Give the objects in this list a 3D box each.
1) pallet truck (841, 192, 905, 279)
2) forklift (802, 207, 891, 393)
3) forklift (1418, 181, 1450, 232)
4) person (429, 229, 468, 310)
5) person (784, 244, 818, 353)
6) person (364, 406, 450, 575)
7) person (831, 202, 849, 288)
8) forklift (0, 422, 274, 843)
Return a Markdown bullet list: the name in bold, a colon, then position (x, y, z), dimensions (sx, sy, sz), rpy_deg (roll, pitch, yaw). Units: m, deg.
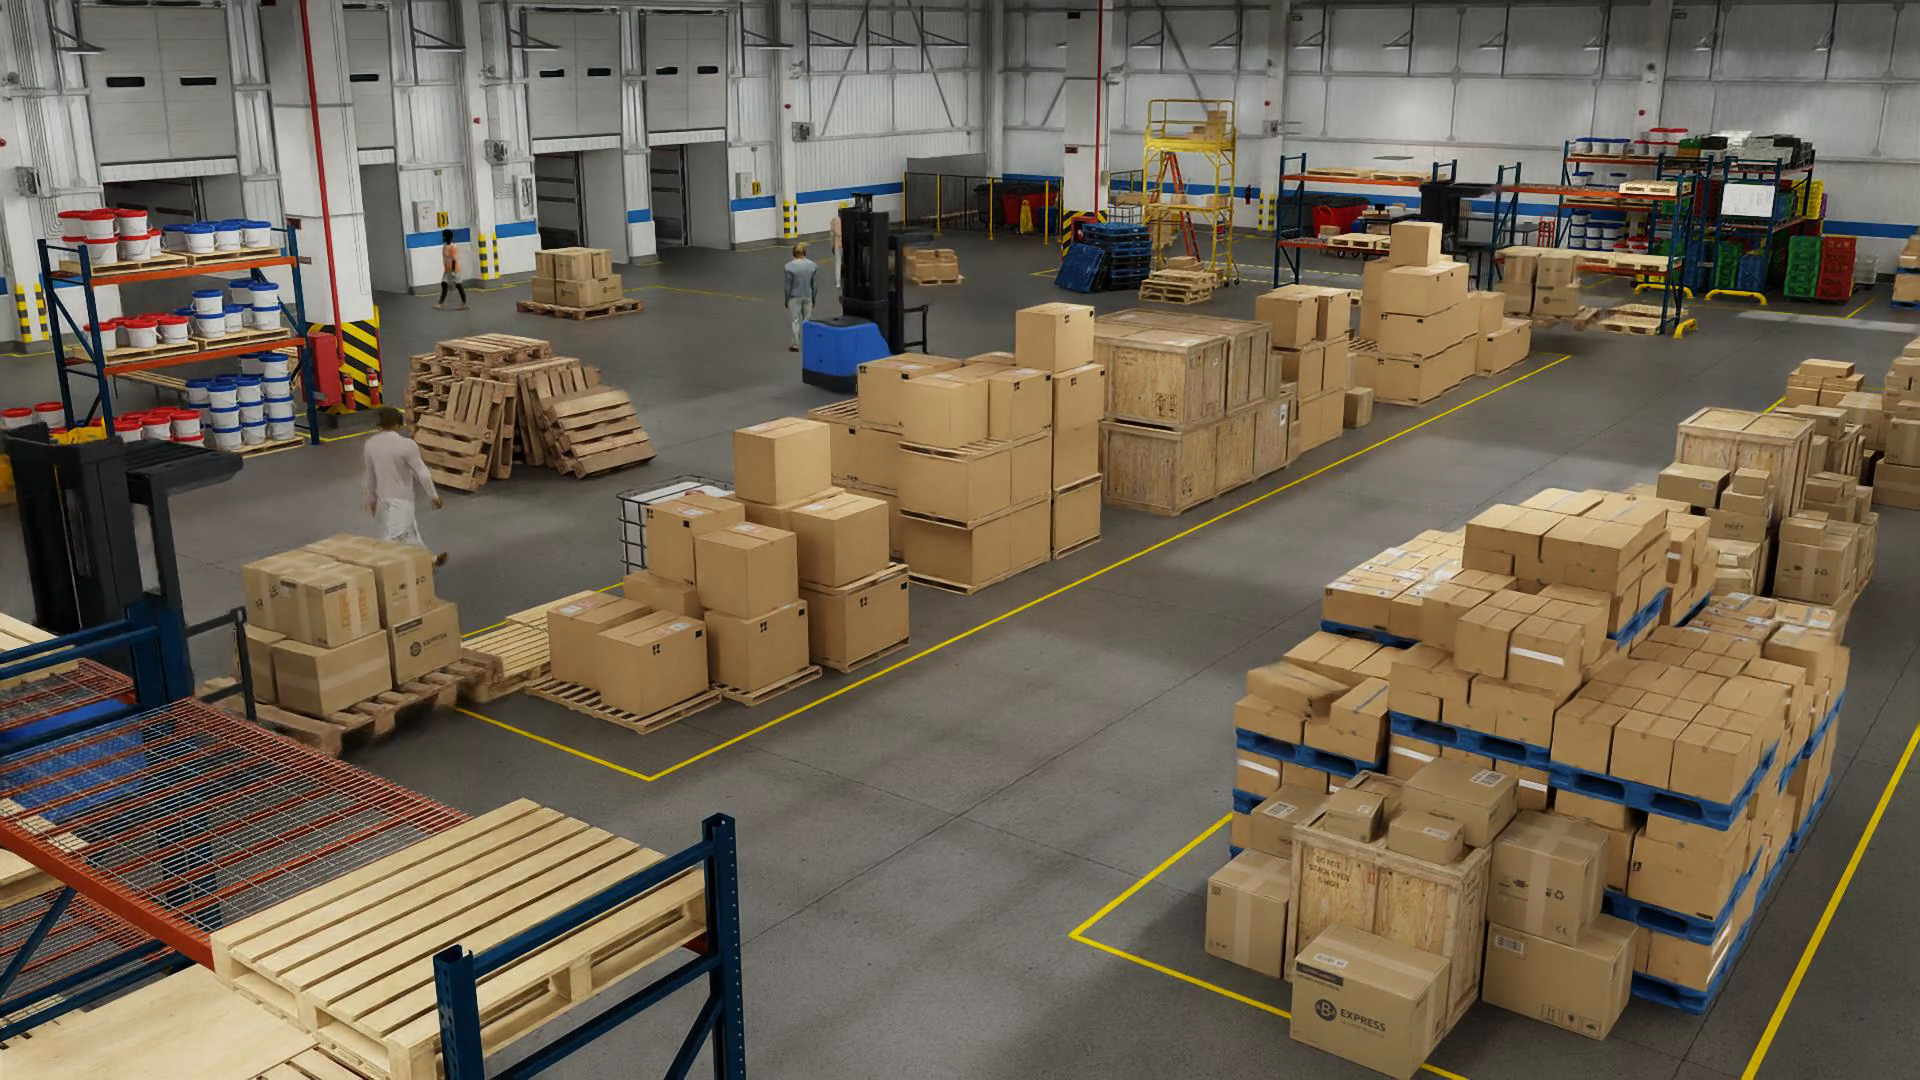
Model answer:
- **pallet truck**: position (-1.936, -7.159, 38.982), dimensions (1.885, 1.965, 0.823), rpy_deg (-12, 21, -34)
- **forklift**: position (-1.538, -3.894, 26.667), dimensions (1.873, 2.768, 1.129), rpy_deg (-14, 22, -39)
- **forklift**: position (8.889, -5.363, 31.534), dimensions (1.873, 2.768, 1.129), rpy_deg (9, 19, 29)
- **person**: position (-10.535, -5.524, 34.117), dimensions (0.830, 1.658, 0.555), rpy_deg (-14, 22, -38)
- **person**: position (-2.839, -4.310, 29.678), dimensions (0.636, 1.929, 0.385), rpy_deg (-9, 19, -28)
- **person**: position (-5.667, -0.432, 16.914), dimensions (0.656, 1.869, 1.067), rpy_deg (10, 20, 31)
- **person**: position (-2.606, -6.620, 37.344), dimensions (0.582, 1.919, 0.401), rpy_deg (2, 17, 6)
- **forklift**: position (-6.192, 0.591, 11.818), dimensions (1.129, 2.768, 1.873), rpy_deg (9, 19, 28)
